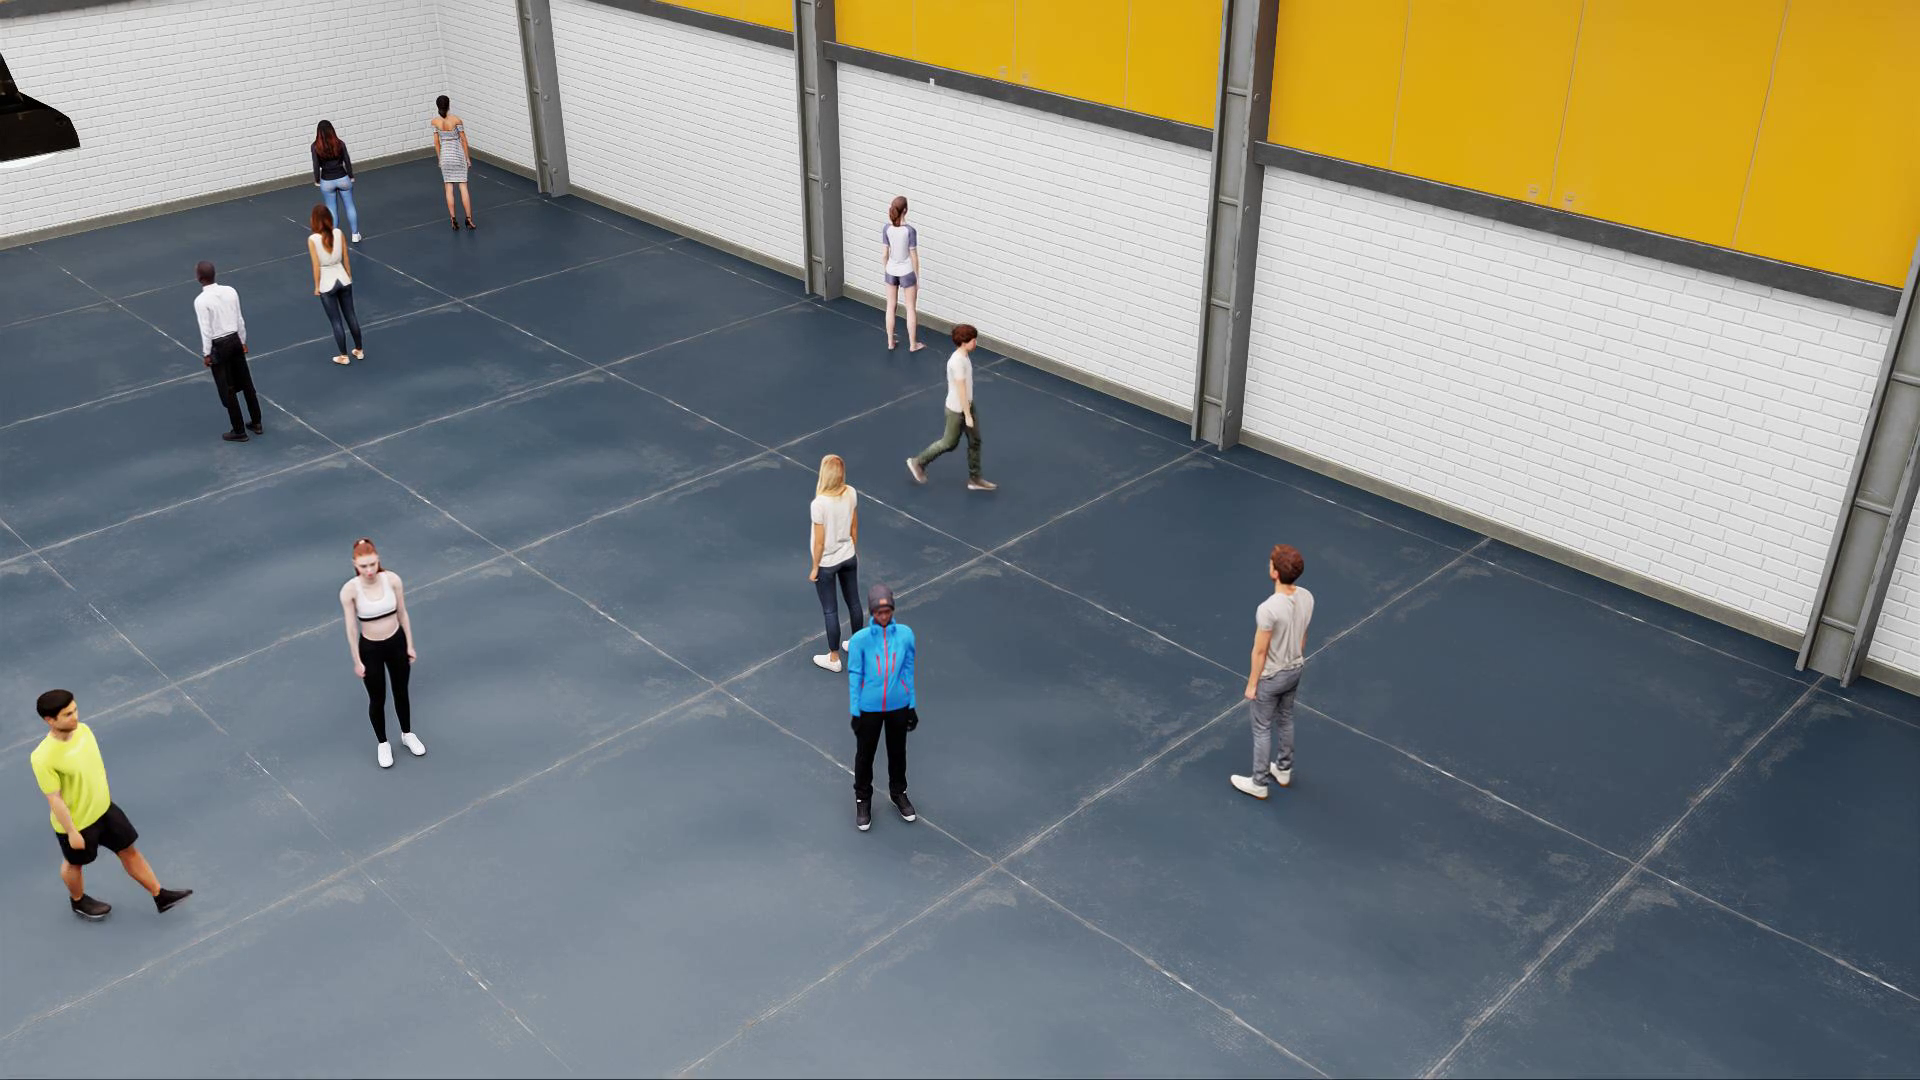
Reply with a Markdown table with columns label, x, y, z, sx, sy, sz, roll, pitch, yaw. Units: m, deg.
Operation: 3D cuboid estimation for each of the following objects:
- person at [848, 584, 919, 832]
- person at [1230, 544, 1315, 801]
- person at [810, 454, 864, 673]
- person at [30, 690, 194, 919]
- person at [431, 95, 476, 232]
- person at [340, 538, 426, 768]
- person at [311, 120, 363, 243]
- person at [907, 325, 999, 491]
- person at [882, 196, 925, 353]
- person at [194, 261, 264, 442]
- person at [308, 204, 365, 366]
| label | x | y | z | sx | sy | sz | roll | pitch | yaw |
| --- | --- | --- | --- | --- | --- | --- | --- | --- | --- |
| person | -0.518 | 1.091 | 11.069 | 0.693 | 1.792 | 0.694 | -8 | 30 | -15 |
| person | 2.159 | 0.900 | 11.312 | 0.665 | 1.894 | 0.574 | -21 | 35 | -34 |
| person | -0.946 | 0.169 | 12.740 | 0.611 | 1.809 | 0.484 | -25 | 37 | -37 |
| person | -5.438 | 1.652 | 10.167 | 1.143 | 1.670 | 0.986 | 6 | 29 | 12 |
| person | -6.801 | -5.061 | 22.315 | 0.676 | 1.822 | 0.730 | -1 | 29 | -2 |
| person | -4.056 | 0.779 | 11.693 | 0.617 | 1.742 | 0.556 | -19 | 34 | -31 |
| person | -8.219 | -4.718 | 21.881 | 0.718 | 1.634 | 0.687 | -12 | 31 | -21 |
| person | -0.085 | -1.205 | 15.449 | 1.163 | 1.627 | 0.943 | 8 | 30 | 14 |
| person | -0.661 | -2.967 | 18.533 | 0.617 | 1.767 | 0.725 | 10 | 30 | 18 |
| person | -7.272 | -1.874 | 16.459 | 0.631 | 1.835 | 0.701 | 15 | 32 | 25 |
| person | -6.840 | -2.794 | 18.198 | 0.535 | 1.785 | 0.610 | 23 | 36 | 35 |
